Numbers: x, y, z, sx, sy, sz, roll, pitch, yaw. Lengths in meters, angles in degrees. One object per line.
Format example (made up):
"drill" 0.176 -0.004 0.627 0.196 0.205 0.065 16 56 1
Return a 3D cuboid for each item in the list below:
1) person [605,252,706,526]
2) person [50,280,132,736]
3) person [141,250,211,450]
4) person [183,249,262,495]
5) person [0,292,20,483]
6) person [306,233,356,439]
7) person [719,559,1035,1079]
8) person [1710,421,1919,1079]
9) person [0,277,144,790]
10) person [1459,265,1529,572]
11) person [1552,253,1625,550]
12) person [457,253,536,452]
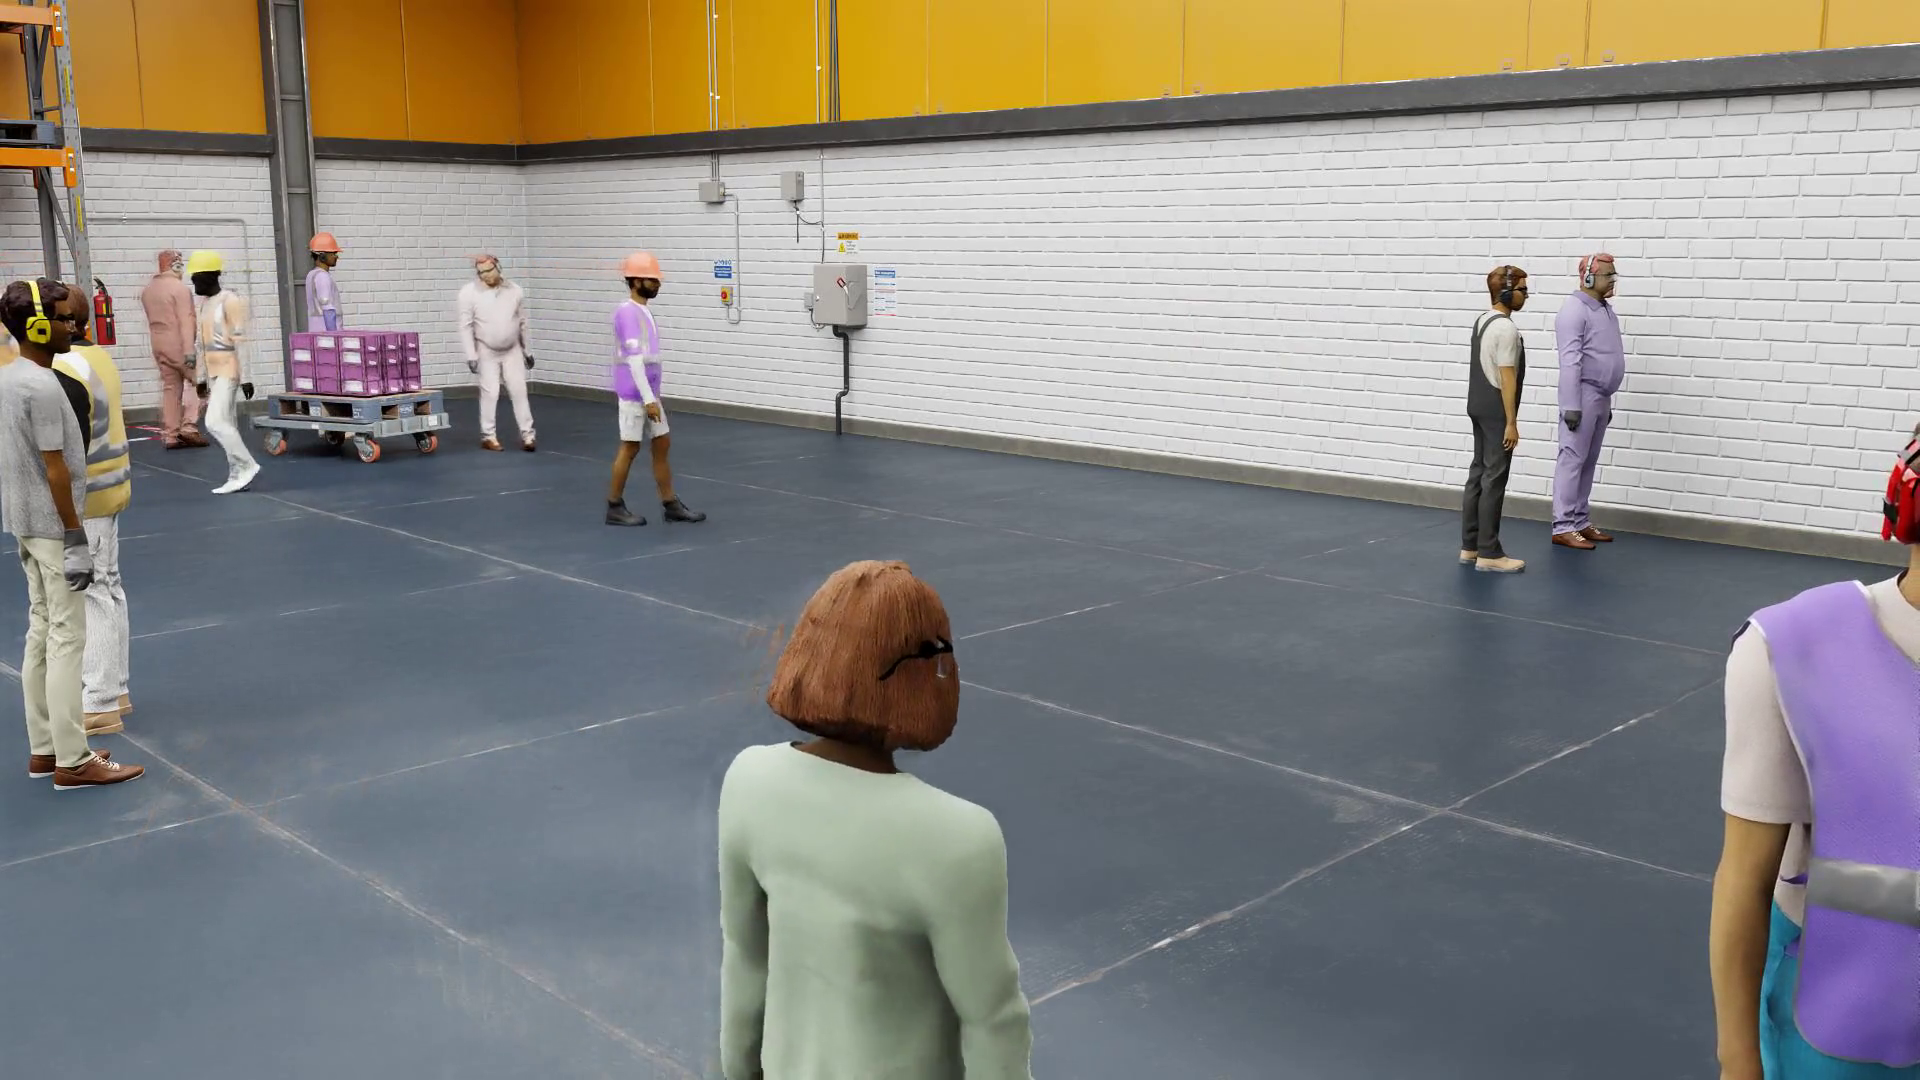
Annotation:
"person" -2.178 -1.037 11.575 0.582 1.931 0.552 1 10 6
"person" -3.607 -0.125 6.764 0.429 1.846 0.625 -3 11 -16
"person" -7.413 -1.795 15.760 0.666 1.881 0.482 6 12 30
"person" -5.756 -1.293 12.932 0.621 1.908 0.427 10 14 42
"person" -7.881 -1.379 13.477 0.589 1.886 0.554 2 11 11
"person" -6.273 -2.019 16.548 0.376 2.044 0.607 -7 12 -32
"person" -0.153 0.818 2.293 0.512 1.598 0.824 9 14 42
"person" 1.286 0.700 2.282 0.563 1.837 0.389 -1 10 -7
"person" -3.318 -0.018 6.112 0.515 1.872 0.328 10 14 42
"person" 3.249 -0.732 10.070 0.331 1.844 0.519 -1 10 -4
"person" 4.104 -0.904 10.841 0.407 1.908 0.641 8 13 38
"person" -4.267 -1.725 15.469 0.723 1.854 0.824 -7 12 -33
